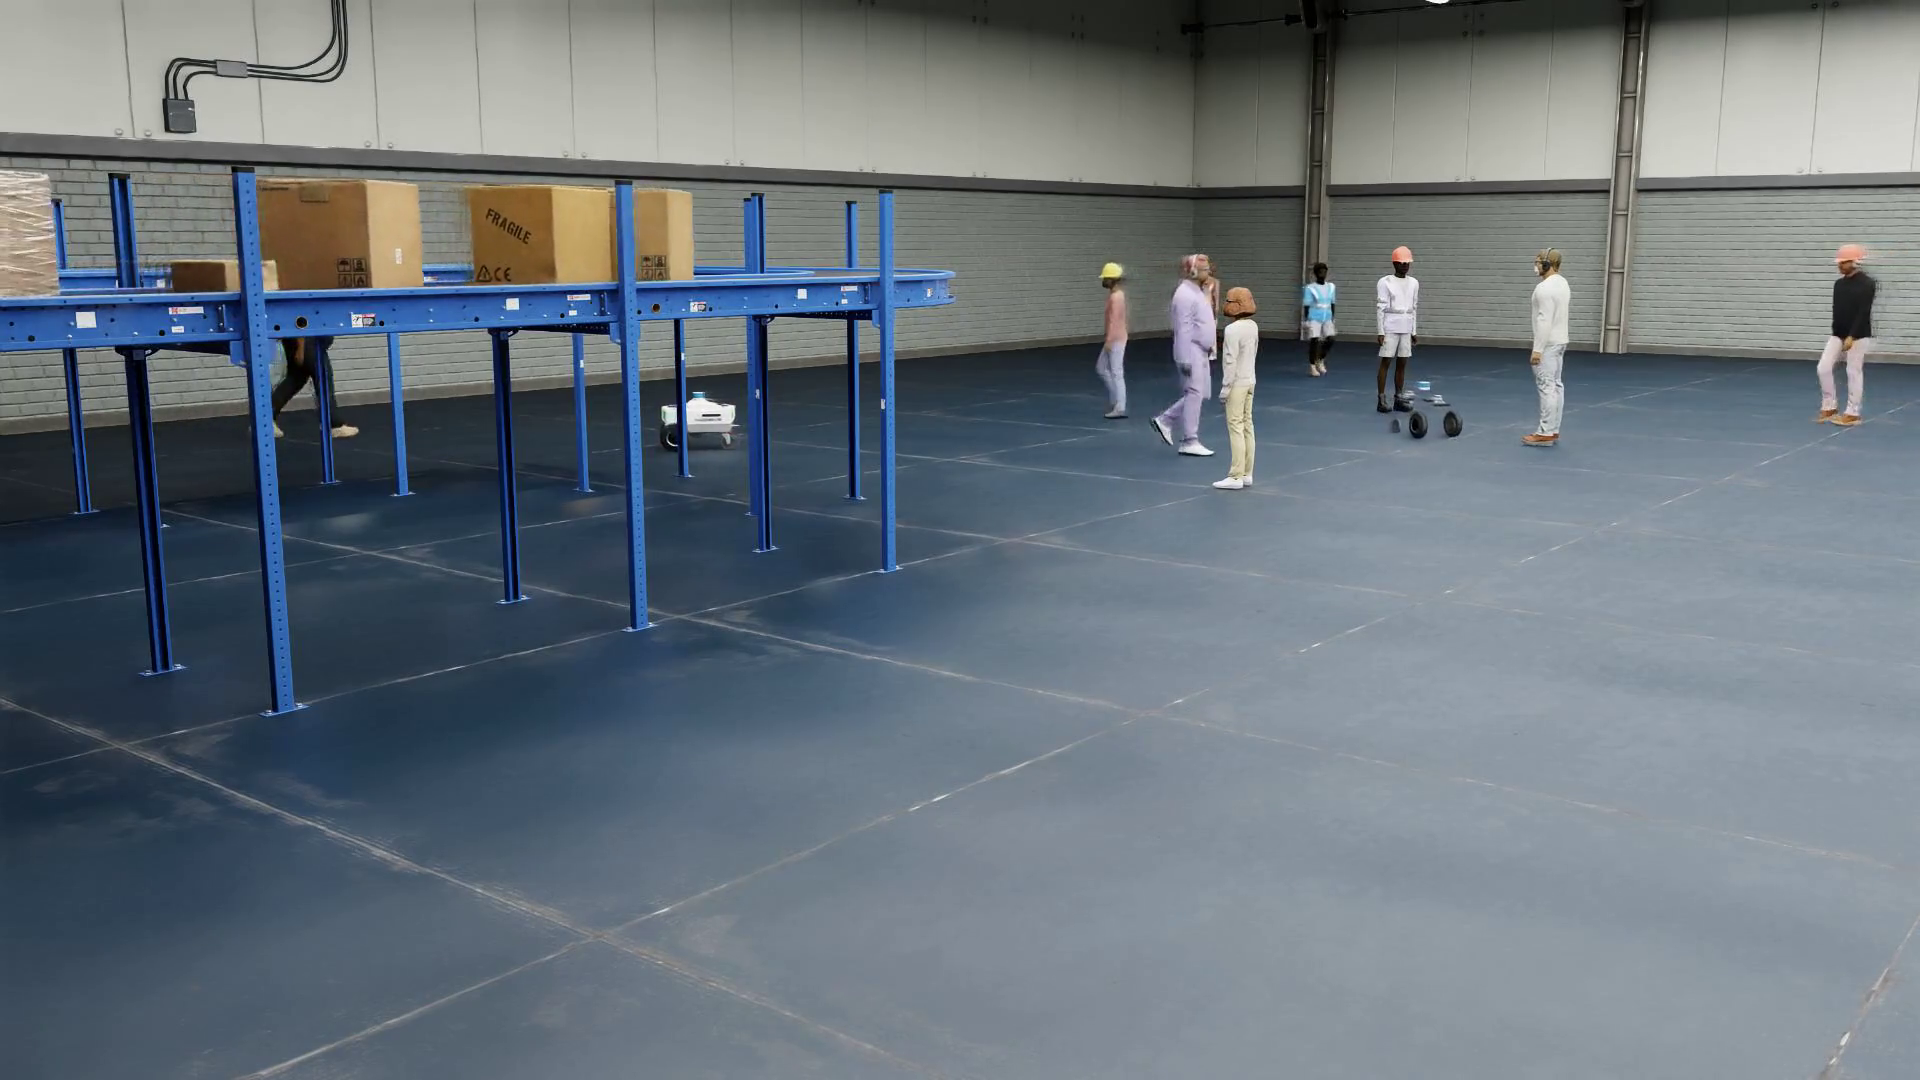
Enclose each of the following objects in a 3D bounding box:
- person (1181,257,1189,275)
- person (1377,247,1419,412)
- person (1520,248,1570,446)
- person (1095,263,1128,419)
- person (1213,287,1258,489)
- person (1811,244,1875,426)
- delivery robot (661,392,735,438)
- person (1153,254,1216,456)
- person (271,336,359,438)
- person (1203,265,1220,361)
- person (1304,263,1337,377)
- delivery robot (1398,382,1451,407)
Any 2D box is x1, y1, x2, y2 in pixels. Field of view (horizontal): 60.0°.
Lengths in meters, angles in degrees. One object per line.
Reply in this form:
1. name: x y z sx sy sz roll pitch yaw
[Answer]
1. person: 3.781 -3.772 27.351 0.562 1.725 0.579 0 10 -1
2. person: 5.180 -2.487 19.664 0.543 1.938 0.356 -4 11 -20
3. person: 5.807 -1.907 16.449 0.376 1.940 0.629 8 13 36
4. person: 1.716 -2.259 18.893 0.405 1.750 0.554 1 10 5
5. person: 2.269 -1.245 13.618 0.280 1.636 0.502 6 12 32
6. person: 9.659 -2.230 18.171 0.613 1.967 0.611 -3 11 -15
7. delivery robot: -2.551 -1.202 16.232 0.707 0.478 0.477 -2 10 -9
8. person: 2.144 -1.750 15.733 0.557 1.892 0.649 4 11 23
9. person: -6.786 -2.047 17.059 0.942 2.000 0.684 -6 12 -31
10. person: 4.133 -3.831 27.962 0.543 1.628 0.323 9 14 41
11. person: 5.334 -3.262 24.663 0.548 1.680 0.376 -3 11 -18
12. delivery robot: 4.852 -1.537 17.370 0.335 0.223 0.698 -3 11 -18
